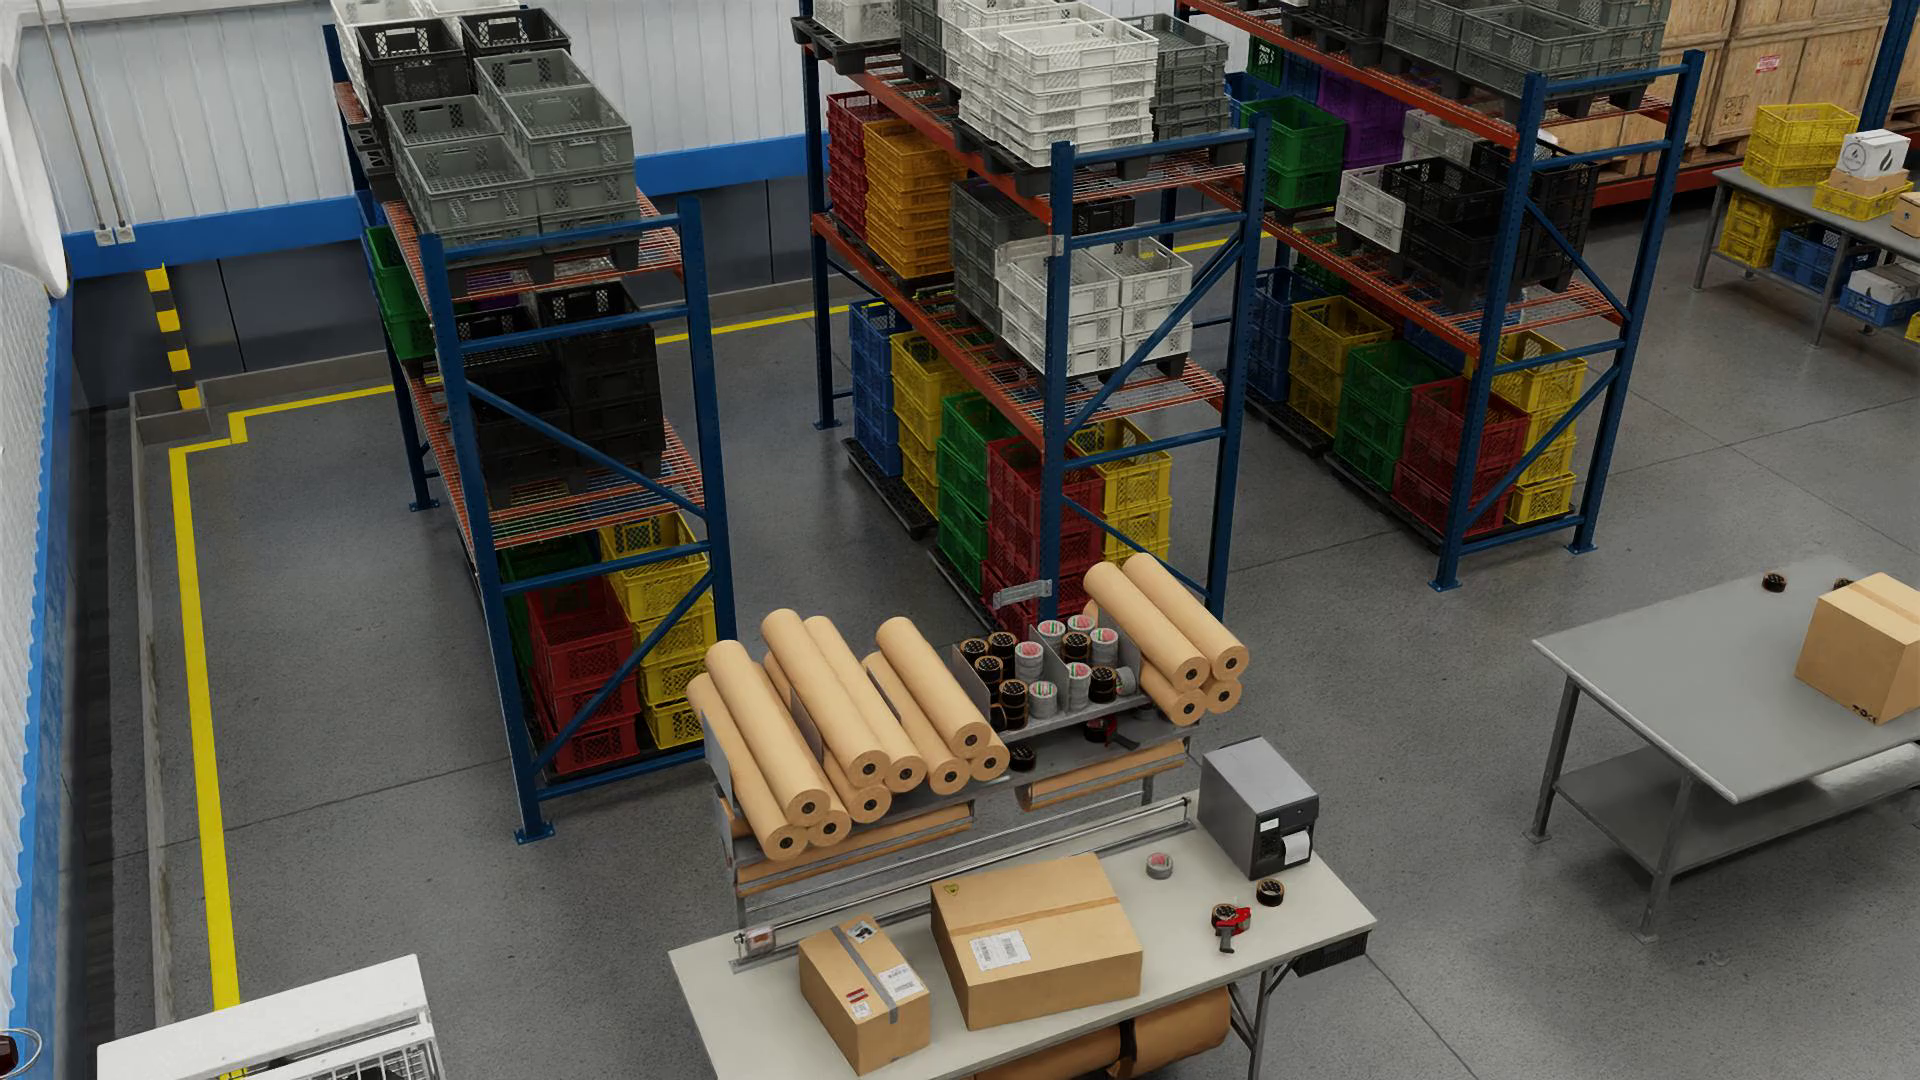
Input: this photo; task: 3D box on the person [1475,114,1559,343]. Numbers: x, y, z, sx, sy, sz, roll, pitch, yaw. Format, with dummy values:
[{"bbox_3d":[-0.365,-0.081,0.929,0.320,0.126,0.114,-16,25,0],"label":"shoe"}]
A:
[{"bbox_3d":[4.065,-2.418,12.371,0.575,1.868,0.462,14,34,21],"label":"person"}]
